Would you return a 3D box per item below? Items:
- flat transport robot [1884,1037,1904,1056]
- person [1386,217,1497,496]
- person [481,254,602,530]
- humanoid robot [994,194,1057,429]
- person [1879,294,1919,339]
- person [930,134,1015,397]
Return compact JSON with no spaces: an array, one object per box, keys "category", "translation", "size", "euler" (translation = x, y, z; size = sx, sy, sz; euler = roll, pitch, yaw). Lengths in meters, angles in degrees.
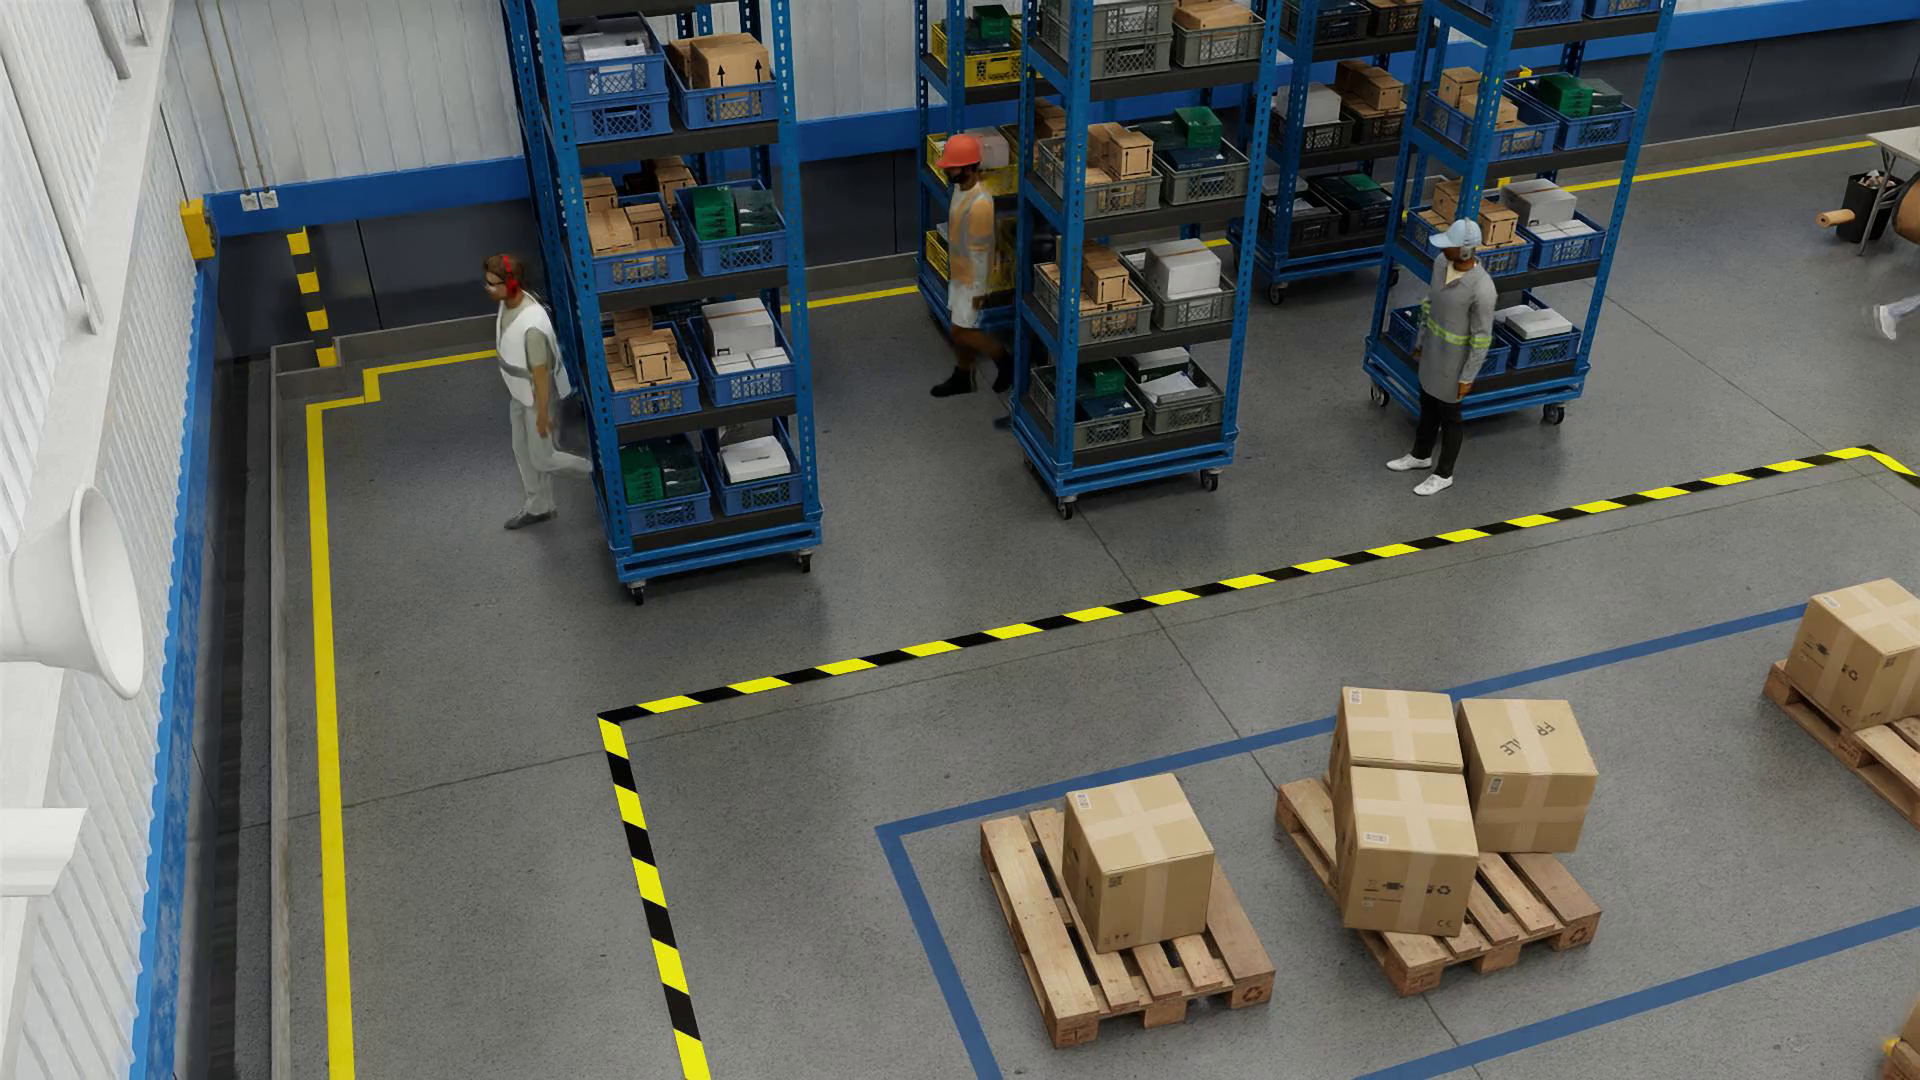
[{"category":"flat transport robot","translation":[4.473,2.436,6.578],"size":[0.652,0.197,1.431],"euler":[-11,37,-15]},{"category":"person","translation":[2.986,-1.132,10.287],"size":[0.391,1.849,0.593],"euler":[-11,37,-15]},{"category":"person","translation":[-2.503,-0.881,9.948],"size":[0.635,1.827,0.572],"euler":[-20,40,-26]},{"category":"humanoid robot","translation":[0.461,-1.542,11.031],"size":[0.634,1.635,0.609],"euler":[-11,37,-15]},{"category":"person","translation":[7.137,-2.136,11.821],"size":[0.646,1.716,0.503],"euler":[18,39,24]},{"category":"person","translation":[0.096,-1.813,11.193],"size":[0.524,1.923,0.553],"euler":[-9,36,-12]}]
